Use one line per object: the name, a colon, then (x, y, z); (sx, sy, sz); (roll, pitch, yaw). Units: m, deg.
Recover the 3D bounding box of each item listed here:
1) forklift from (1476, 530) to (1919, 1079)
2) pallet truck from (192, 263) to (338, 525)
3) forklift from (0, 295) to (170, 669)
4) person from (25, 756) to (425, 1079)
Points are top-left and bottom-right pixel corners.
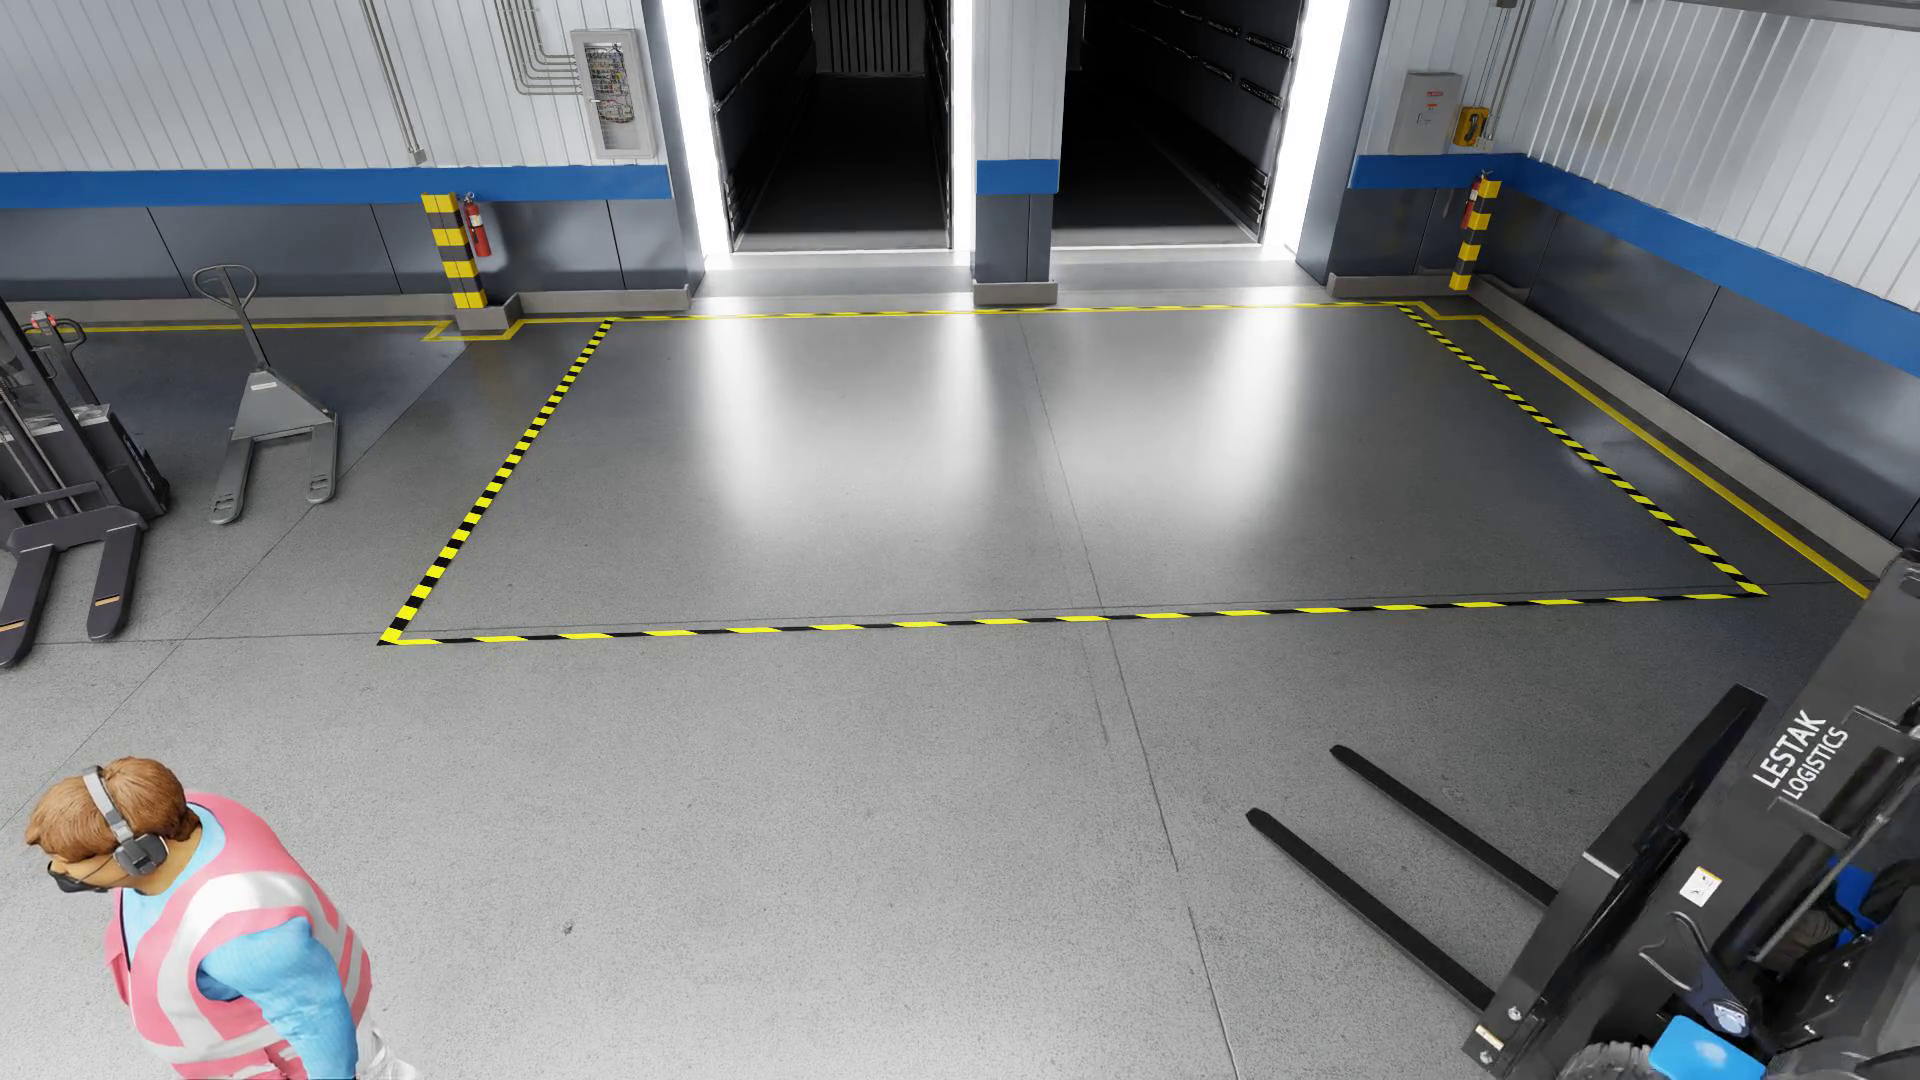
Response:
forklift: (2.887, 1.287, 1.830); (1.157, 2.036, 2.680); (-23, 41, -30)
pallet truck: (-4.778, -1.027, 6.128); (0.680, 1.201, 1.601); (-17, 38, -23)
forklift: (-5.212, -0.618, 4.878); (0.823, 1.965, 1.885); (-20, 39, -26)
person: (-1.743, 1.228, 2.361); (0.622, 1.844, 0.431); (24, 41, 30)
